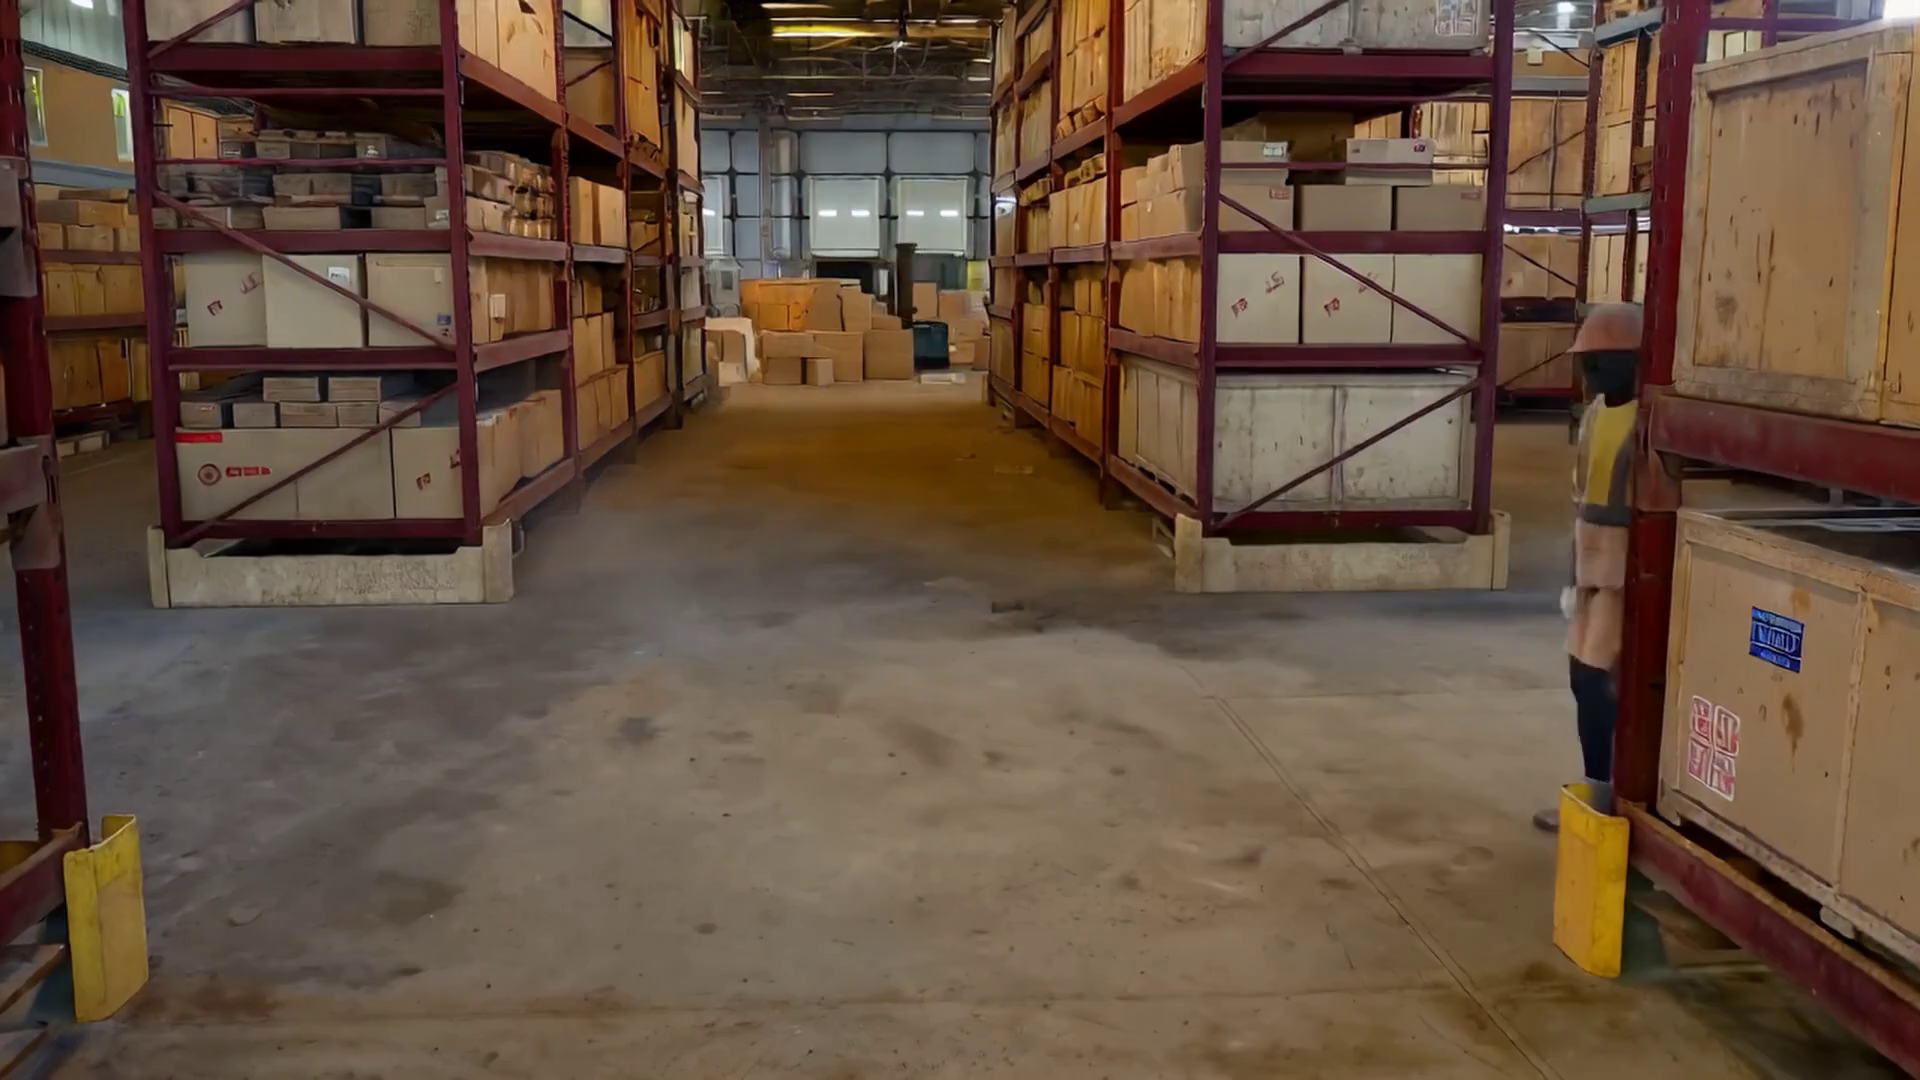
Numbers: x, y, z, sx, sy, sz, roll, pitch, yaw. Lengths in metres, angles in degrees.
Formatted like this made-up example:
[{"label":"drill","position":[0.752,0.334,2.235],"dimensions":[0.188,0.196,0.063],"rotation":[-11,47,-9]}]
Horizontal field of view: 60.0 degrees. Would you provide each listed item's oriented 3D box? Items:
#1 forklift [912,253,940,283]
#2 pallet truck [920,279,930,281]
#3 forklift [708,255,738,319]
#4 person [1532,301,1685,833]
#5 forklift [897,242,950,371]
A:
[{"label":"forklift","position":[-1.098,-7.823,53.451],"dimensions":[1.129,2.768,1.873],"rotation":[-6,11,-32]},{"label":"pallet truck","position":[-0.932,-8.922,63.114],"dimensions":[1.885,1.965,0.823],"rotation":[2,9,13]},{"label":"forklift","position":[-8.312,-8.585,58.236],"dimensions":[1.129,2.768,1.873],"rotation":[-1,9,-4]},{"label":"person","position":[2.450,0.130,6.191],"dimensions":[0.490,2.023,0.628],"rotation":[-1,9,-6]},{"label":"forklift","position":[-1.194,-5.155,36.697],"dimensions":[1.873,2.768,1.129],"rotation":[-1,9,-5]}]
